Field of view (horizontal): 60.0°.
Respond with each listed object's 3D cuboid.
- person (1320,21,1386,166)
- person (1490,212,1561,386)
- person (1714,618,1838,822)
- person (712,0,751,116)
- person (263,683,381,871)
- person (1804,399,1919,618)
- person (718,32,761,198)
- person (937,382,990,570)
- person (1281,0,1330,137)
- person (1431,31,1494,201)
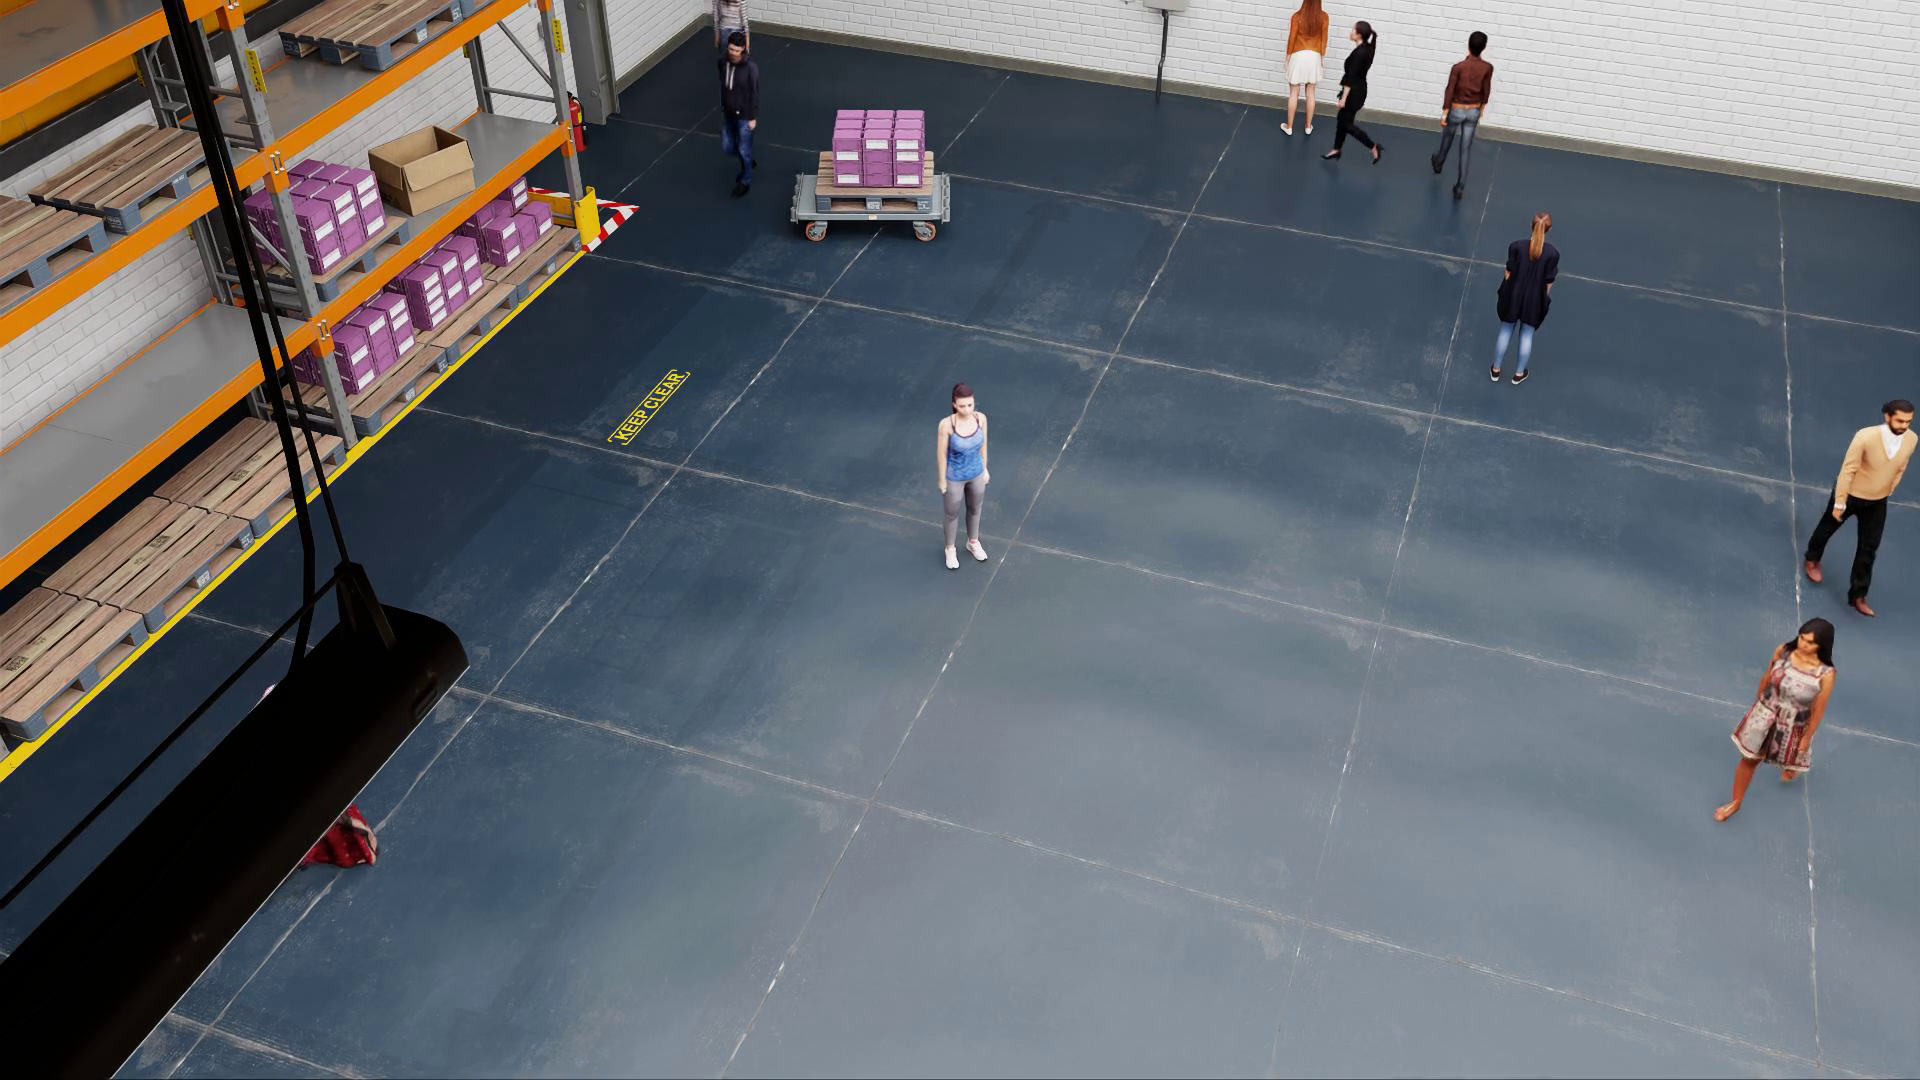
[{"bbox_3d":[4.374,-4.831,18.200,0.688,1.641,0.886,17,42,20],"label":"person"},{"bbox_3d":[5.026,-2.155,14.815,0.645,1.684,0.582,17,42,20],"label":"person"},{"bbox_3d":[5.376,1.125,10.750,1.101,1.630,0.955,-25,45,-28],"label":"person"},{"bbox_3d":[-2.645,-5.701,19.190,0.710,1.765,1.112,6,39,8],"label":"person"},{"bbox_3d":[-4.074,1.515,10.275,0.954,1.615,0.866,-24,45,-27],"label":"person"},{"bbox_3d":[6.753,-0.369,12.549,0.879,1.722,1.142,2,39,2],"label":"person"},{"bbox_3d":[-2.275,-4.552,17.673,0.756,1.862,0.820,25,45,28],"label":"person"},{"bbox_3d":[0.028,-0.503,12.806,0.661,1.610,0.717,-15,41,-18],"label":"person"},{"bbox_3d":[3.929,-5.458,18.920,0.682,1.721,0.679,0,39,0],"label":"person"},{"bbox_3d":[5.385,-4.477,17.685,0.874,1.730,1.178,1,39,1],"label":"person"}]
